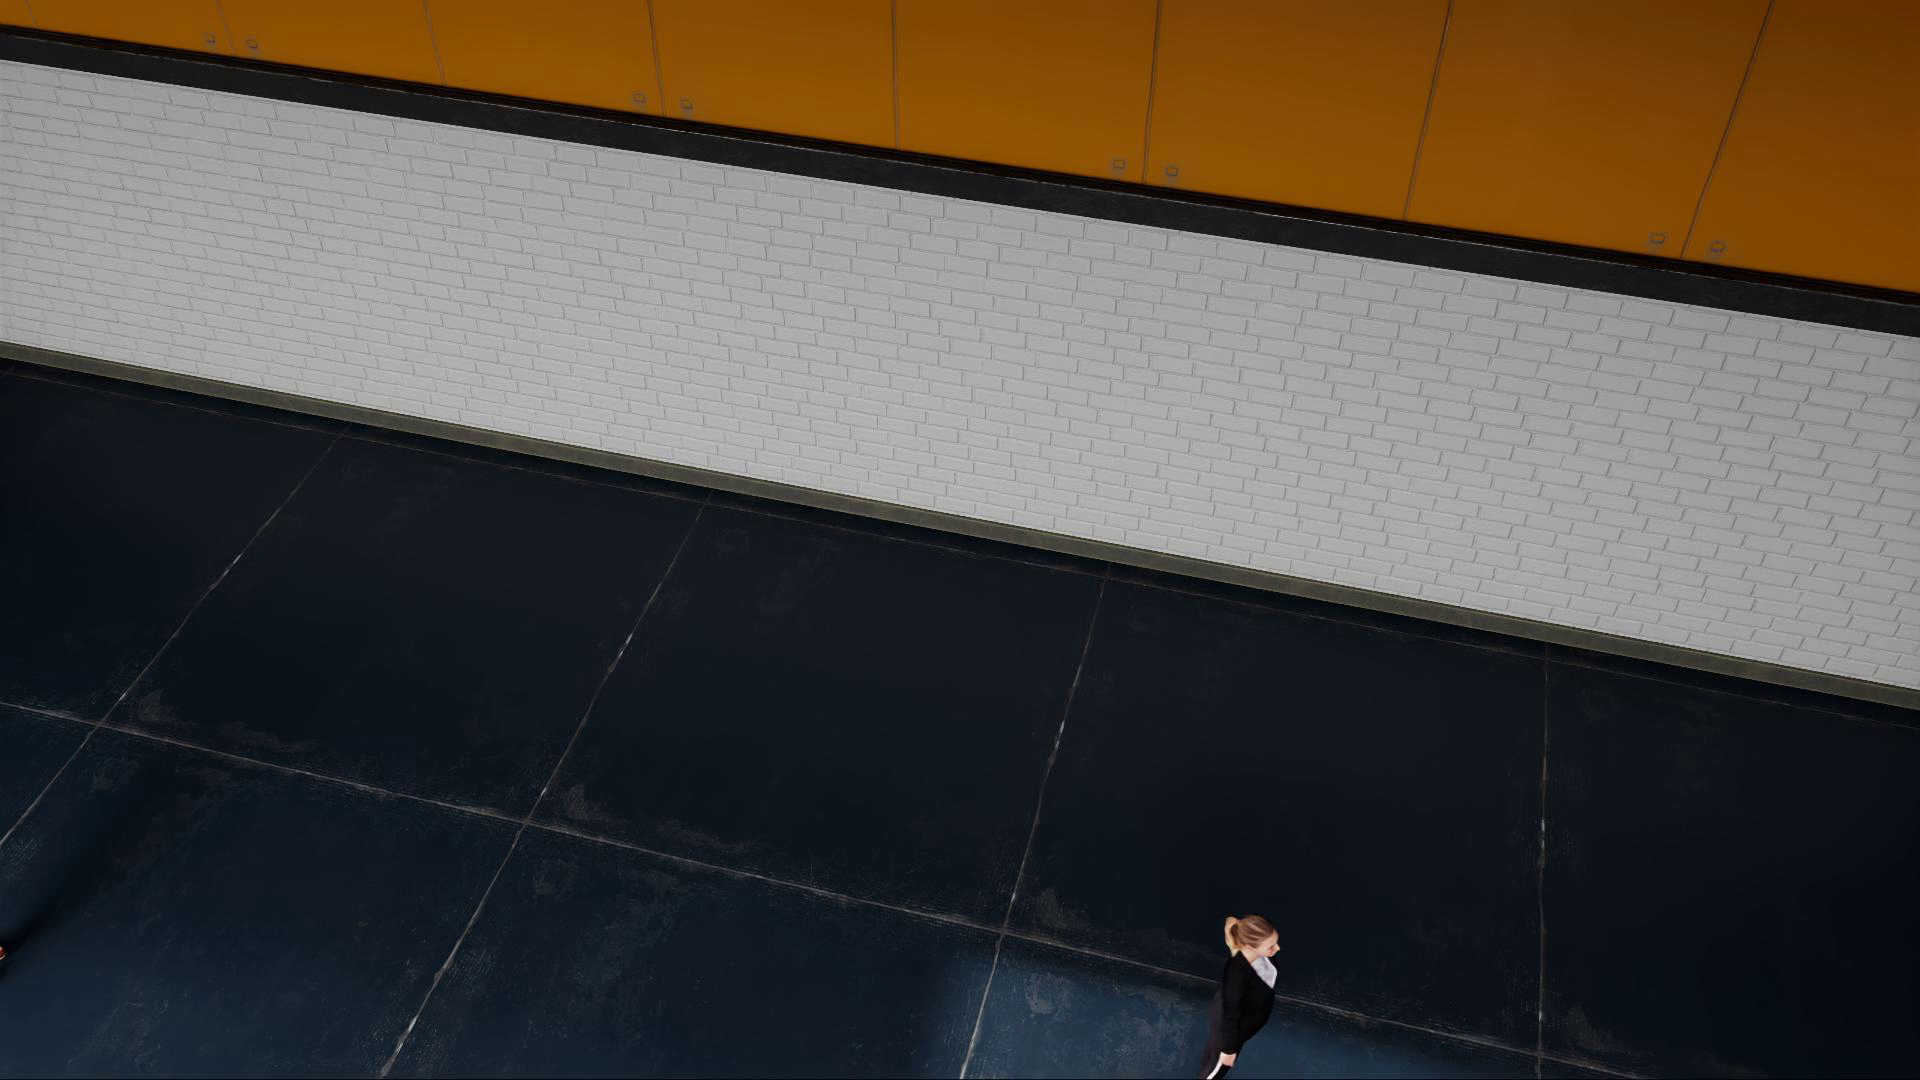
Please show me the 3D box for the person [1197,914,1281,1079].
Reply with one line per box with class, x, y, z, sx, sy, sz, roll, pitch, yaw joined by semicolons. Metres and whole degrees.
person;1.354;2.363;8.237;0.696;1.705;0.495;15;46;15
